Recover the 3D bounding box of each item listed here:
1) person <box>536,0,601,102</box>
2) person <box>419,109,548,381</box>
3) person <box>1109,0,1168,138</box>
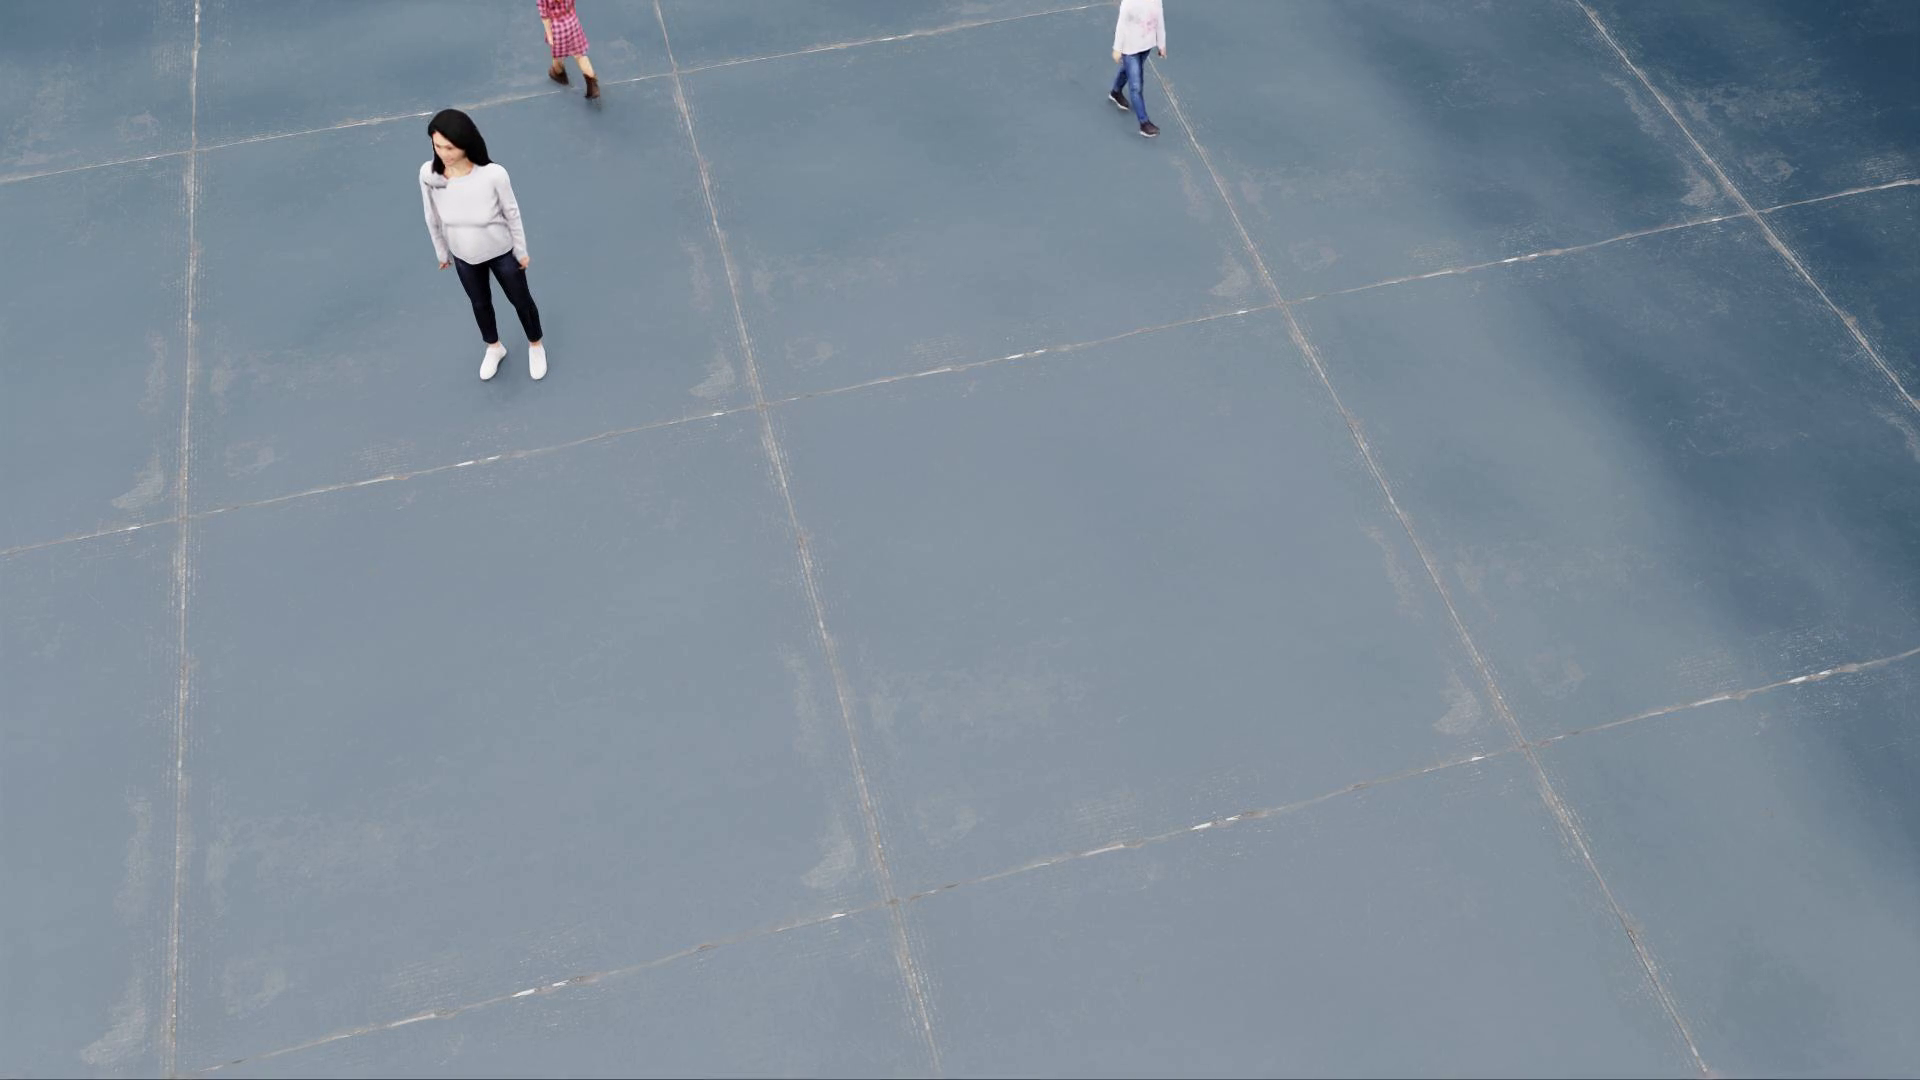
[{"bbox_3d":[-2.419,-3.155,10.202,0.636,1.010,0.796,-36,60,-25],"label":"person"},{"bbox_3d":[-2.418,-1.491,8.478,0.670,1.701,0.621,-1,52,-1],"label":"person"},{"bbox_3d":[1.041,-3.029,10.058,0.614,1.084,0.820,-29,57,-20],"label":"person"}]
